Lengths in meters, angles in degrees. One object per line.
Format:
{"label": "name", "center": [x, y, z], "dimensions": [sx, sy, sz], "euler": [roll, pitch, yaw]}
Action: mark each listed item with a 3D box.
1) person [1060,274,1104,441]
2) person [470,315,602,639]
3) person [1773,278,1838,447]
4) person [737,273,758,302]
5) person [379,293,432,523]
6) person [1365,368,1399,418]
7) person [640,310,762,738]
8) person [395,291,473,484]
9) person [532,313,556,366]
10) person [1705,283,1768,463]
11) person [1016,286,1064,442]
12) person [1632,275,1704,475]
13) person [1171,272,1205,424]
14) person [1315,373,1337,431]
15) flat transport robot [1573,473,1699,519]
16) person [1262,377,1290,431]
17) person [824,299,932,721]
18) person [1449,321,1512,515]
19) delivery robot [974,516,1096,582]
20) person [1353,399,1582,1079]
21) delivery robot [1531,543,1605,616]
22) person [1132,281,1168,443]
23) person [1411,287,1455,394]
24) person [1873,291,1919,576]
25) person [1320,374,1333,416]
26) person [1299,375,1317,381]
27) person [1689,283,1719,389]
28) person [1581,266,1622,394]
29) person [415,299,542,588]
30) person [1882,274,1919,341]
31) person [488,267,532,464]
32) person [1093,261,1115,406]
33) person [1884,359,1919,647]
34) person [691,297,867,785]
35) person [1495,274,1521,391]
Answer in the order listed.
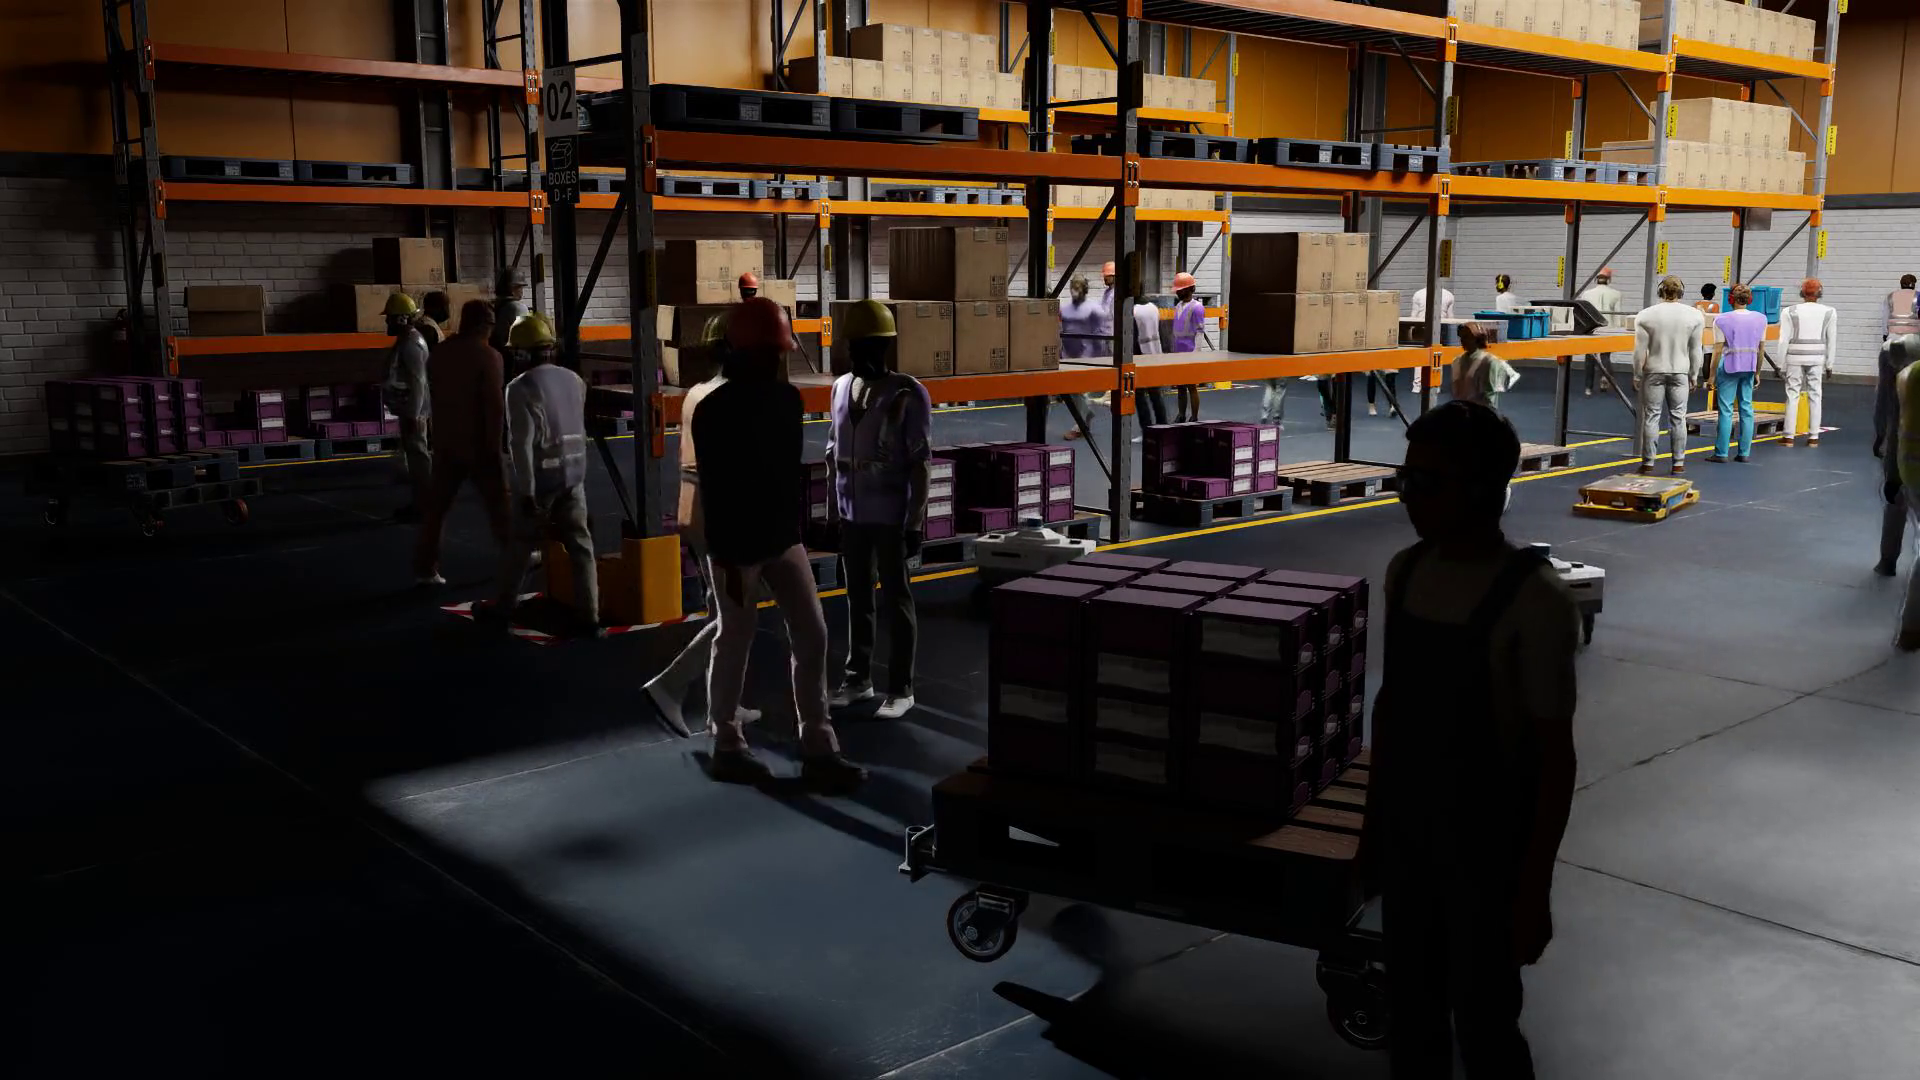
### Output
{"label": "person", "center": [1.402, -2.116, 19.267], "dimensions": [0.643, 1.925, 0.562], "euler": [8, 13, 39]}
{"label": "person", "center": [-2.376, -0.352, 9.306], "dimensions": [0.877, 1.791, 0.608], "euler": [6, 11, 32]}
{"label": "person", "center": [9.405, -1.966, 18.525], "dimensions": [0.618, 1.883, 0.338], "euler": [3, 10, 14]}
{"label": "person", "center": [-2.364, -2.020, 18.670], "dimensions": [0.551, 1.935, 0.375], "euler": [-4, 11, -23]}
{"label": "person", "center": [-4.418, -1.054, 13.318], "dimensions": [0.403, 1.832, 0.594], "euler": [-4, 10, -21]}
{"label": "person", "center": [5.545, -2.415, 21.855], "dimensions": [0.527, 1.643, 0.866], "euler": [1, 10, 5]}
{"label": "person", "center": [-1.111, -0.059, 7.326], "dimensions": [0.703, 1.892, 0.620], "euler": [-7, 12, -36]}
{"label": "person", "center": [-4.845, -1.409, 15.513], "dimensions": [0.992, 1.787, 0.650], "euler": [-3, 10, -19]}
{"label": "person", "center": [-3.734, -1.231, 14.980], "dimensions": [0.495, 1.623, 0.302], "euler": [8, 13, 40]}
{"label": "person", "center": [7.961, -1.698, 17.061], "dimensions": [0.565, 1.843, 0.390], "euler": [-1, 10, -7]}
{"label": "person", "center": [0.721, -1.512, 15.993], "dimensions": [0.523, 1.843, 0.815], "euler": [8, 12, 39]}
{"label": "person", "center": [6.854, -1.592, 16.156], "dimensions": [0.627, 1.941, 0.372], "euler": [3, 10, 16]}
{"label": "person", "center": [2.696, -2.238, 19.973], "dimensions": [0.372, 1.928, 0.543], "euler": [-5, 11, -25]}
{"label": "person", "center": [4.609, -2.329, 20.487], "dimensions": [0.608, 1.942, 0.742], "euler": [4, 10, 22]}
{"label": "flat transport robot", "center": [5.675, -0.377, 13.921], "dimensions": [0.652, 0.197, 1.431], "euler": [7, 12, 36]}
{"label": "person", "center": [3.880, -2.181, 20.204], "dimensions": [0.515, 1.726, 0.391], "euler": [7, 12, 36]}
{"label": "person", "center": [-0.399, -0.136, 7.662], "dimensions": [0.585, 1.929, 0.371], "euler": [7, 12, 37]}
{"label": "person", "center": [4.146, -0.955, 13.377], "dimensions": [0.706, 1.614, 0.519], "euler": [-6, 11, -32]}
{"label": "delivery robot", "center": [0.448, 0.099, 10.029], "dimensions": [0.707, 0.478, 0.477], "euler": [4, 11, 22]}
{"label": "person", "center": [1.017, 0.630, 3.427], "dimensions": [0.332, 1.844, 0.518], "euler": [-5, 11, -25]}
{"label": "delivery robot", "center": [3.163, 0.260, 9.089], "dimensions": [0.707, 0.478, 0.477], "euler": [-4, 10, -22]}
{"label": "person", "center": [2.136, -2.025, 18.897], "dimensions": [0.443, 1.873, 0.734], "euler": [8, 12, 38]}
{"label": "person", "center": [7.301, -3.205, 25.741], "dimensions": [0.652, 1.896, 0.401], "euler": [1, 10, 9]}
{"label": "person", "center": [6.363, -0.714, 10.992], "dimensions": [0.601, 1.948, 0.386], "euler": [4, 11, 24]}
{"label": "person", "center": [5.012, -2.525, 22.130], "dimensions": [0.525, 1.769, 0.310], "euler": [-8, 12, -38]}
{"label": "person", "center": [6.030, -3.537, 28.417], "dimensions": [0.313, 1.642, 0.513], "euler": [-2, 10, -9]}
{"label": "person", "center": [11.913, -3.255, 26.608], "dimensions": [0.319, 1.695, 0.533], "euler": [-5, 11, -26]}
{"label": "person", "center": [9.818, -3.212, 25.541], "dimensions": [0.642, 1.972, 0.510], "euler": [3, 10, 18]}
{"label": "person", "center": [-3.154, -0.627, 10.791], "dimensions": [0.727, 1.839, 1.012], "euler": [5, 11, 29]}
{"label": "person", "center": [14.974, -3.286, 26.378], "dimensions": [0.619, 1.838, 0.430], "euler": [9, 13, 44]}
{"label": "person", "center": [-4.495, -1.797, 17.058], "dimensions": [0.714, 2.000, 0.735], "euler": [8, 13, 41]}
{"label": "person", "center": [2.150, -2.926, 23.655], "dimensions": [0.366, 2.047, 0.608], "euler": [-4, 10, -22]}
{"label": "person", "center": [5.458, -0.324, 9.096], "dimensions": [0.769, 1.811, 0.653], "euler": [-3, 10, -18]}
{"label": "person", "center": [-0.720, 0.035, 6.555], "dimensions": [0.830, 1.959, 0.635], "euler": [8, 12, 38]}
{"label": "person", "center": [8.561, -3.230, 26.030], "dimensions": [0.510, 1.847, 0.539], "euler": [-7, 12, -37]}
